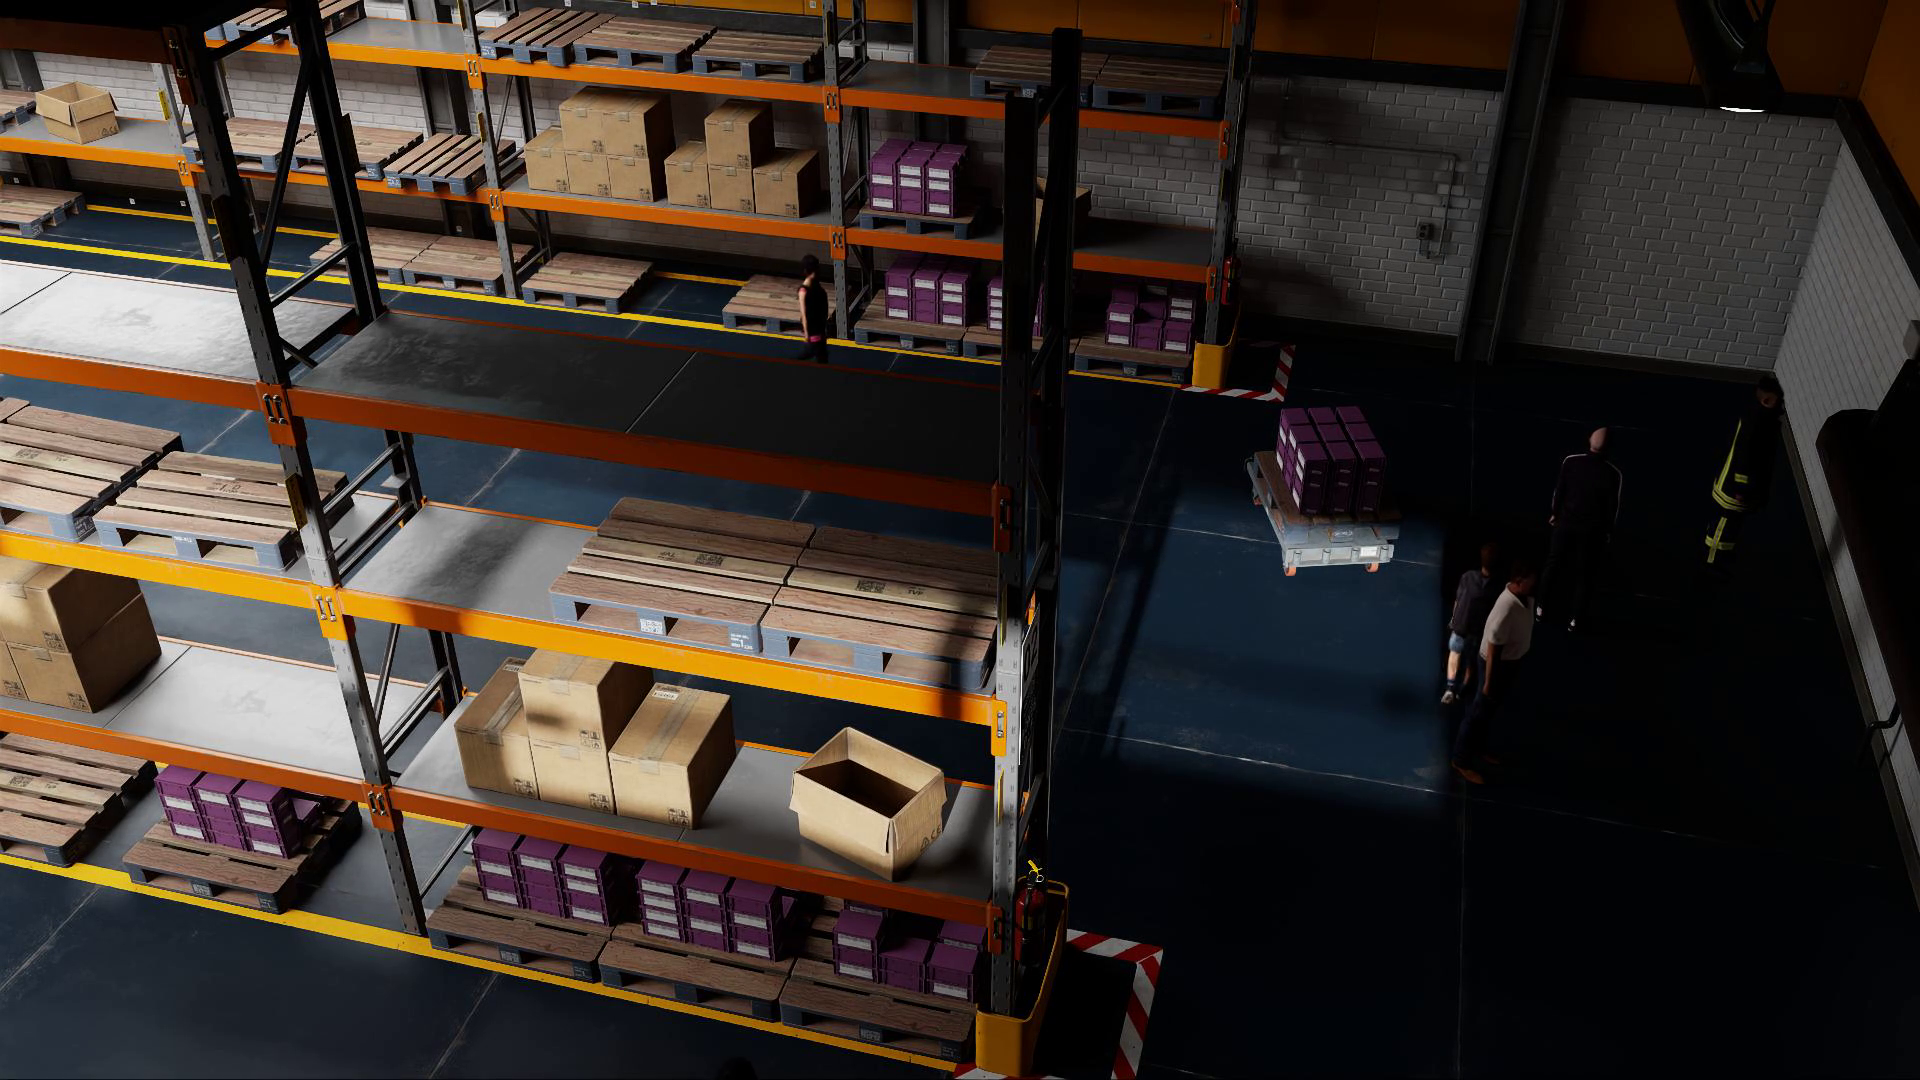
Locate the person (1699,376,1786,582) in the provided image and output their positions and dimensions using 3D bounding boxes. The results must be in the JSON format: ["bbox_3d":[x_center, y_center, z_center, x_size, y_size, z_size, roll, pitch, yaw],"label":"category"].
[{"bbox_3d":[6.646,-0.569,14.095,0.780,1.862,0.825,17,37,24],"label":"person"}]

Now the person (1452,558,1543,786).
[{"bbox_3d":[3.846,0.888,11.912,0.721,1.851,0.745,26,41,33],"label":"person"}]

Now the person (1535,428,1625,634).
[{"bbox_3d":[4.996,-0.089,13.395,0.646,1.837,0.802,22,39,29],"label":"person"}]

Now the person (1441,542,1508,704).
[{"bbox_3d":[3.879,0.675,12.609,0.727,1.434,0.683,16,37,22],"label":"person"}]
